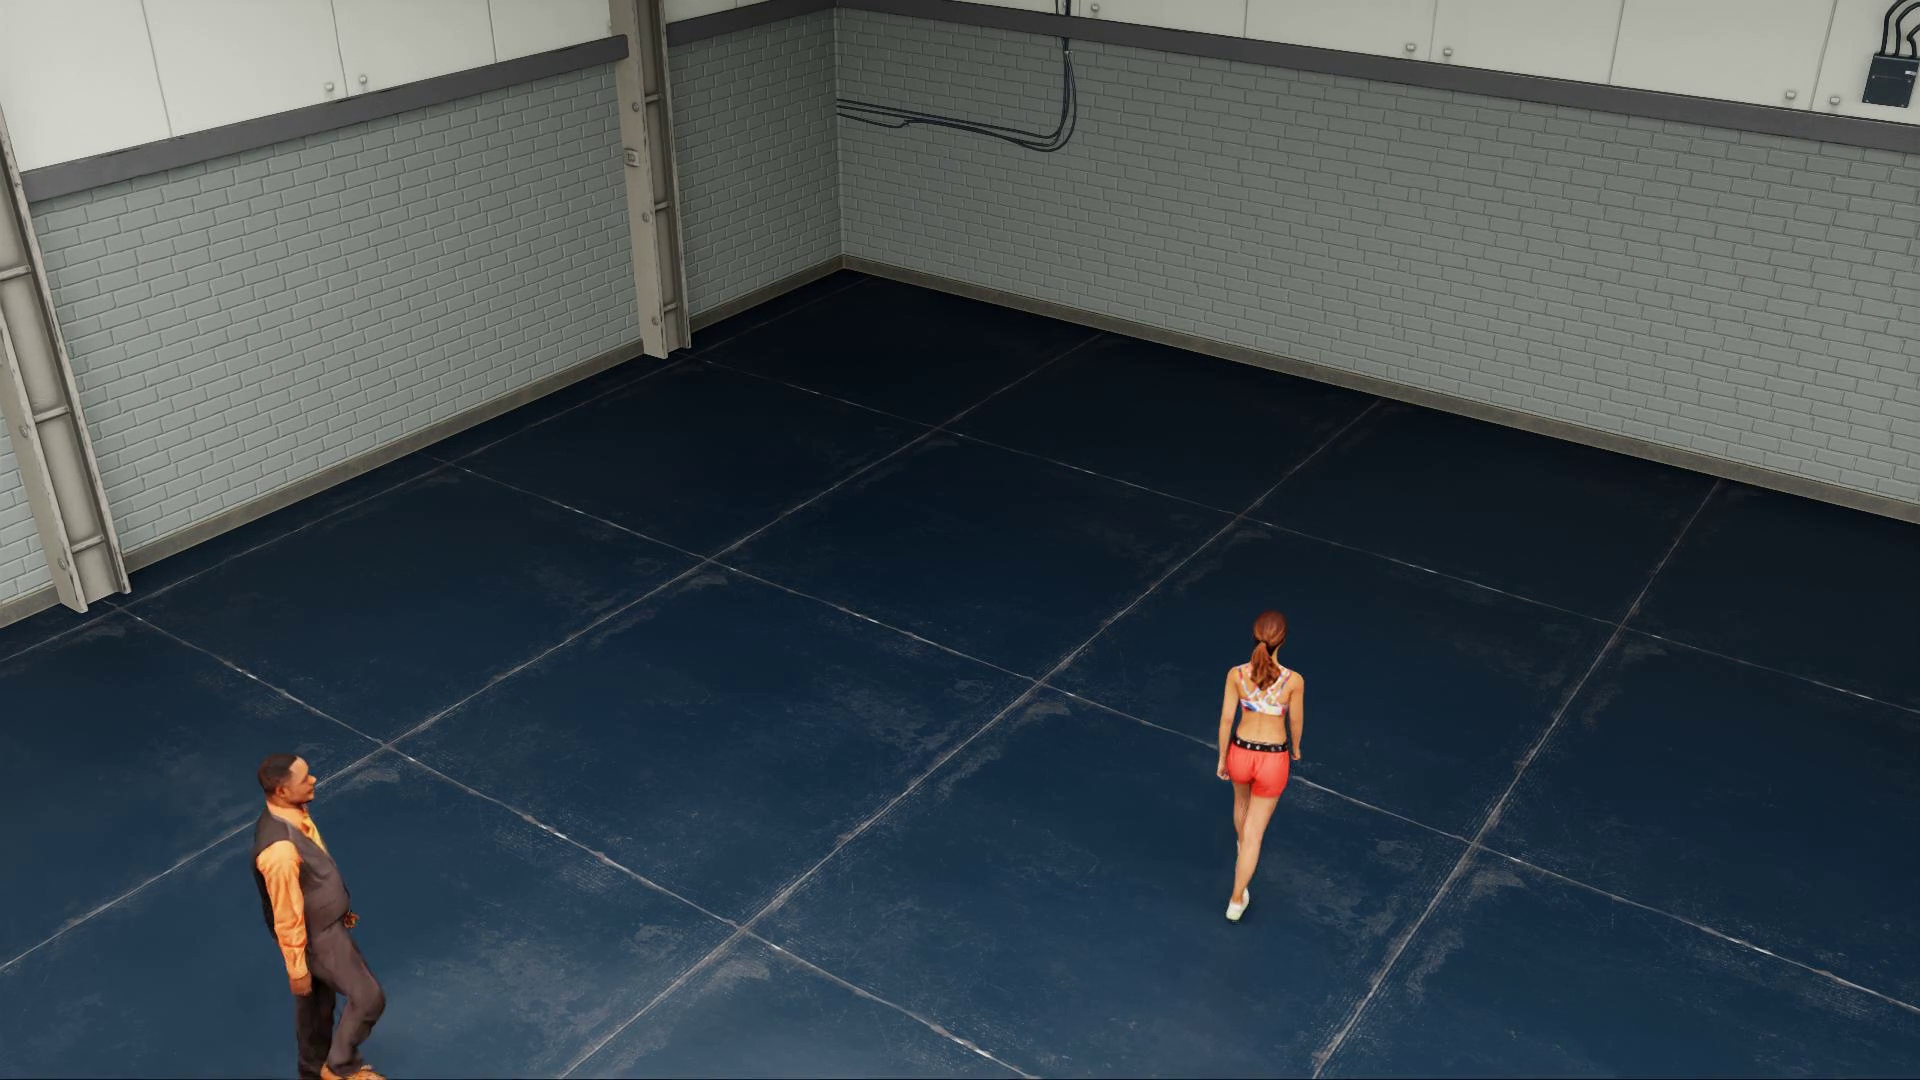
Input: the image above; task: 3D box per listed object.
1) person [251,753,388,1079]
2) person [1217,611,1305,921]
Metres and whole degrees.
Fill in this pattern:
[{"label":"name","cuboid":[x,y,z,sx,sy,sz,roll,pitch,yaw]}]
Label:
[{"label":"person","cuboid":[-3.065,1.809,7.587,0.914,1.896,0.863,-8,29,-15]},{"label":"person","cuboid":[1.556,1.240,8.800,0.733,1.761,1.066,11,30,19]}]
